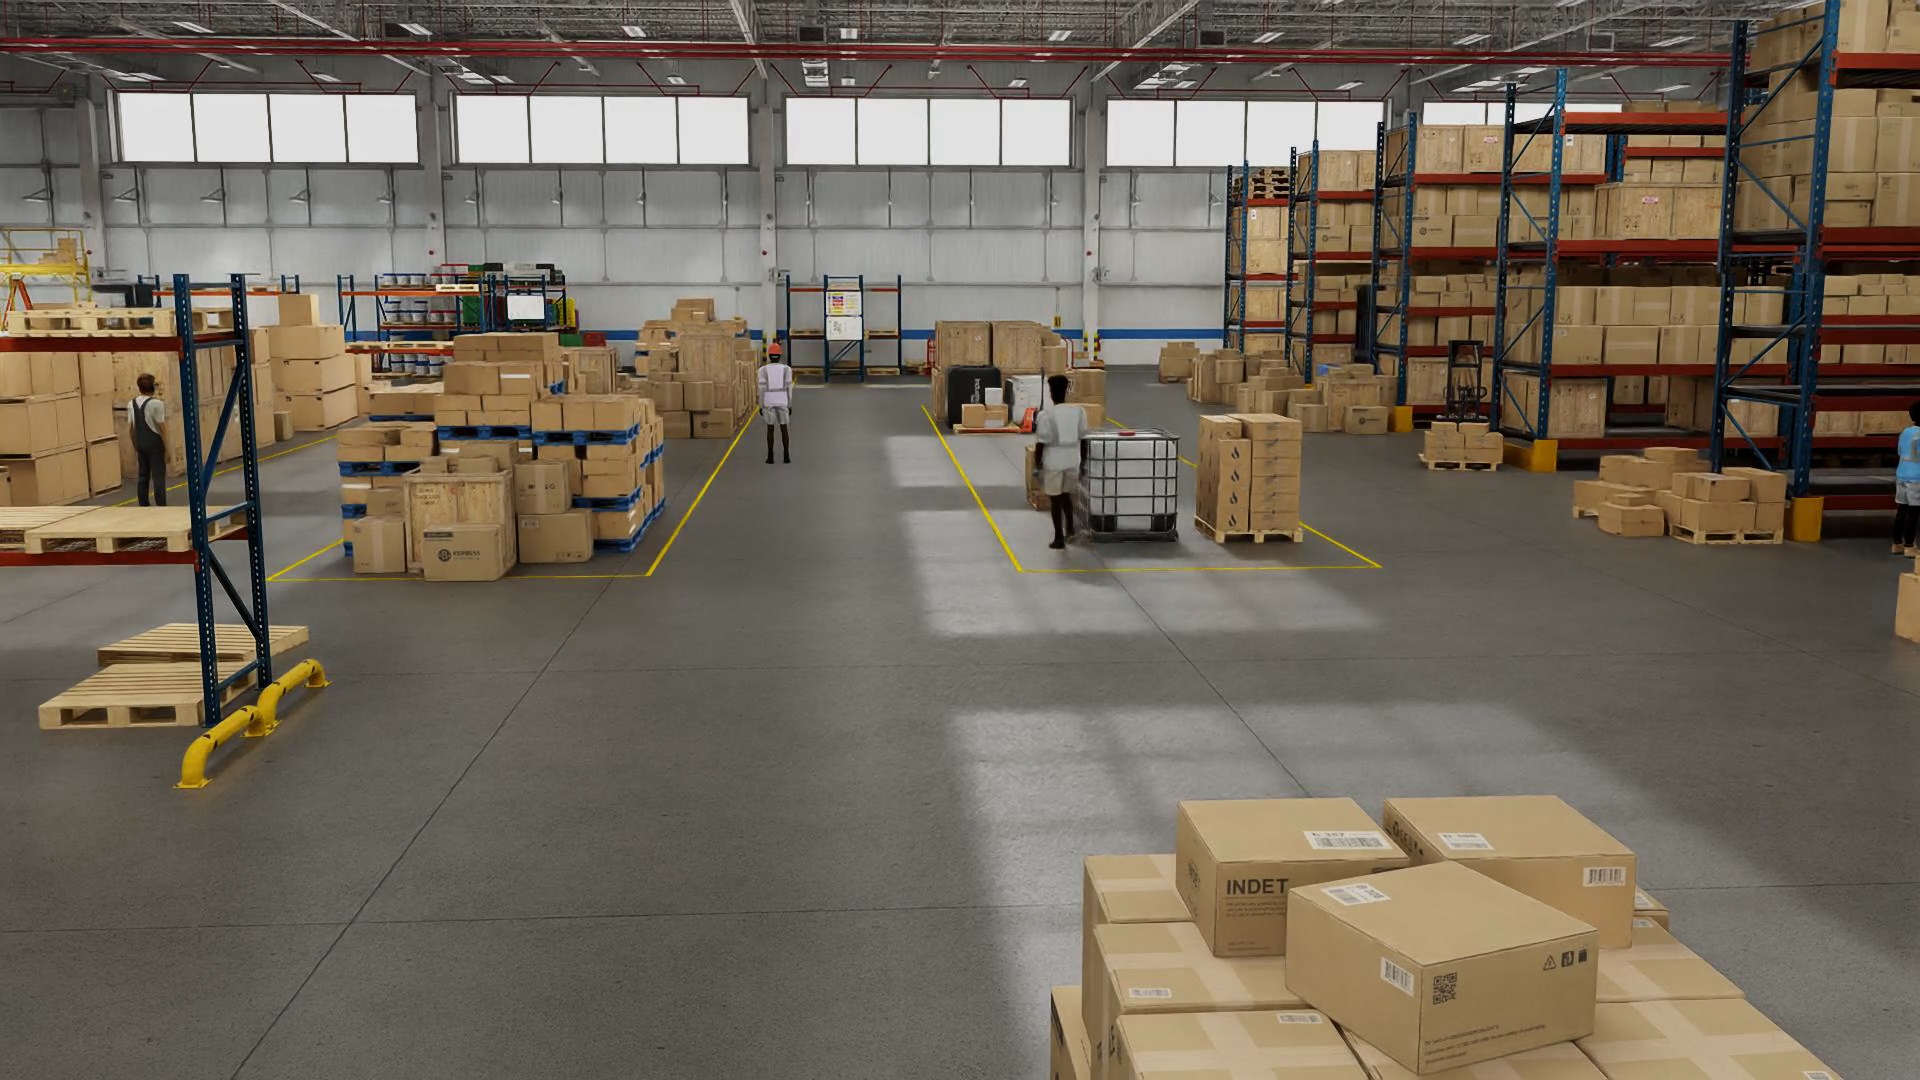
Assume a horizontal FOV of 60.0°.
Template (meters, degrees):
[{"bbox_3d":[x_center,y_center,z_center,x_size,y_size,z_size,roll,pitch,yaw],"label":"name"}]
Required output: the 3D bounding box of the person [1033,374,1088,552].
[{"bbox_3d":[1.082,-0.838,18.187,0.639,1.949,0.441,-4,10,-26],"label":"person"}]

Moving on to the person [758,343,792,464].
[{"bbox_3d":[-2.967,-2.191,26.734,0.546,1.939,0.375,-2,9,-10],"label":"person"}]

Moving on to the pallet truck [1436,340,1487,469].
[{"bbox_3d":[8.004,-2.170,26.422,0.823,1.965,1.885,2,9,14],"label":"pallet truck"}]

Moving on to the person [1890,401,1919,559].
[{"bbox_3d":[10.213,-0.645,17.784,0.315,1.696,0.541,1,9,4],"label":"person"}]

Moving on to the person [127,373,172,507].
[{"bbox_3d":[-9.788,-1.092,20.127,0.506,1.847,0.343,2,9,14],"label":"person"}]

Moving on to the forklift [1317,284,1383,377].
[{"bbox_3d":[8.726,-4.097,35.757,1.873,2.768,1.129,-1,9,-4],"label":"forklift"}]

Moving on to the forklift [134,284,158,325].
[{"bbox_3d":[-18.151,-4.331,37.222,1.873,2.768,1.129,-5,10,-30],"label":"forklift"}]
